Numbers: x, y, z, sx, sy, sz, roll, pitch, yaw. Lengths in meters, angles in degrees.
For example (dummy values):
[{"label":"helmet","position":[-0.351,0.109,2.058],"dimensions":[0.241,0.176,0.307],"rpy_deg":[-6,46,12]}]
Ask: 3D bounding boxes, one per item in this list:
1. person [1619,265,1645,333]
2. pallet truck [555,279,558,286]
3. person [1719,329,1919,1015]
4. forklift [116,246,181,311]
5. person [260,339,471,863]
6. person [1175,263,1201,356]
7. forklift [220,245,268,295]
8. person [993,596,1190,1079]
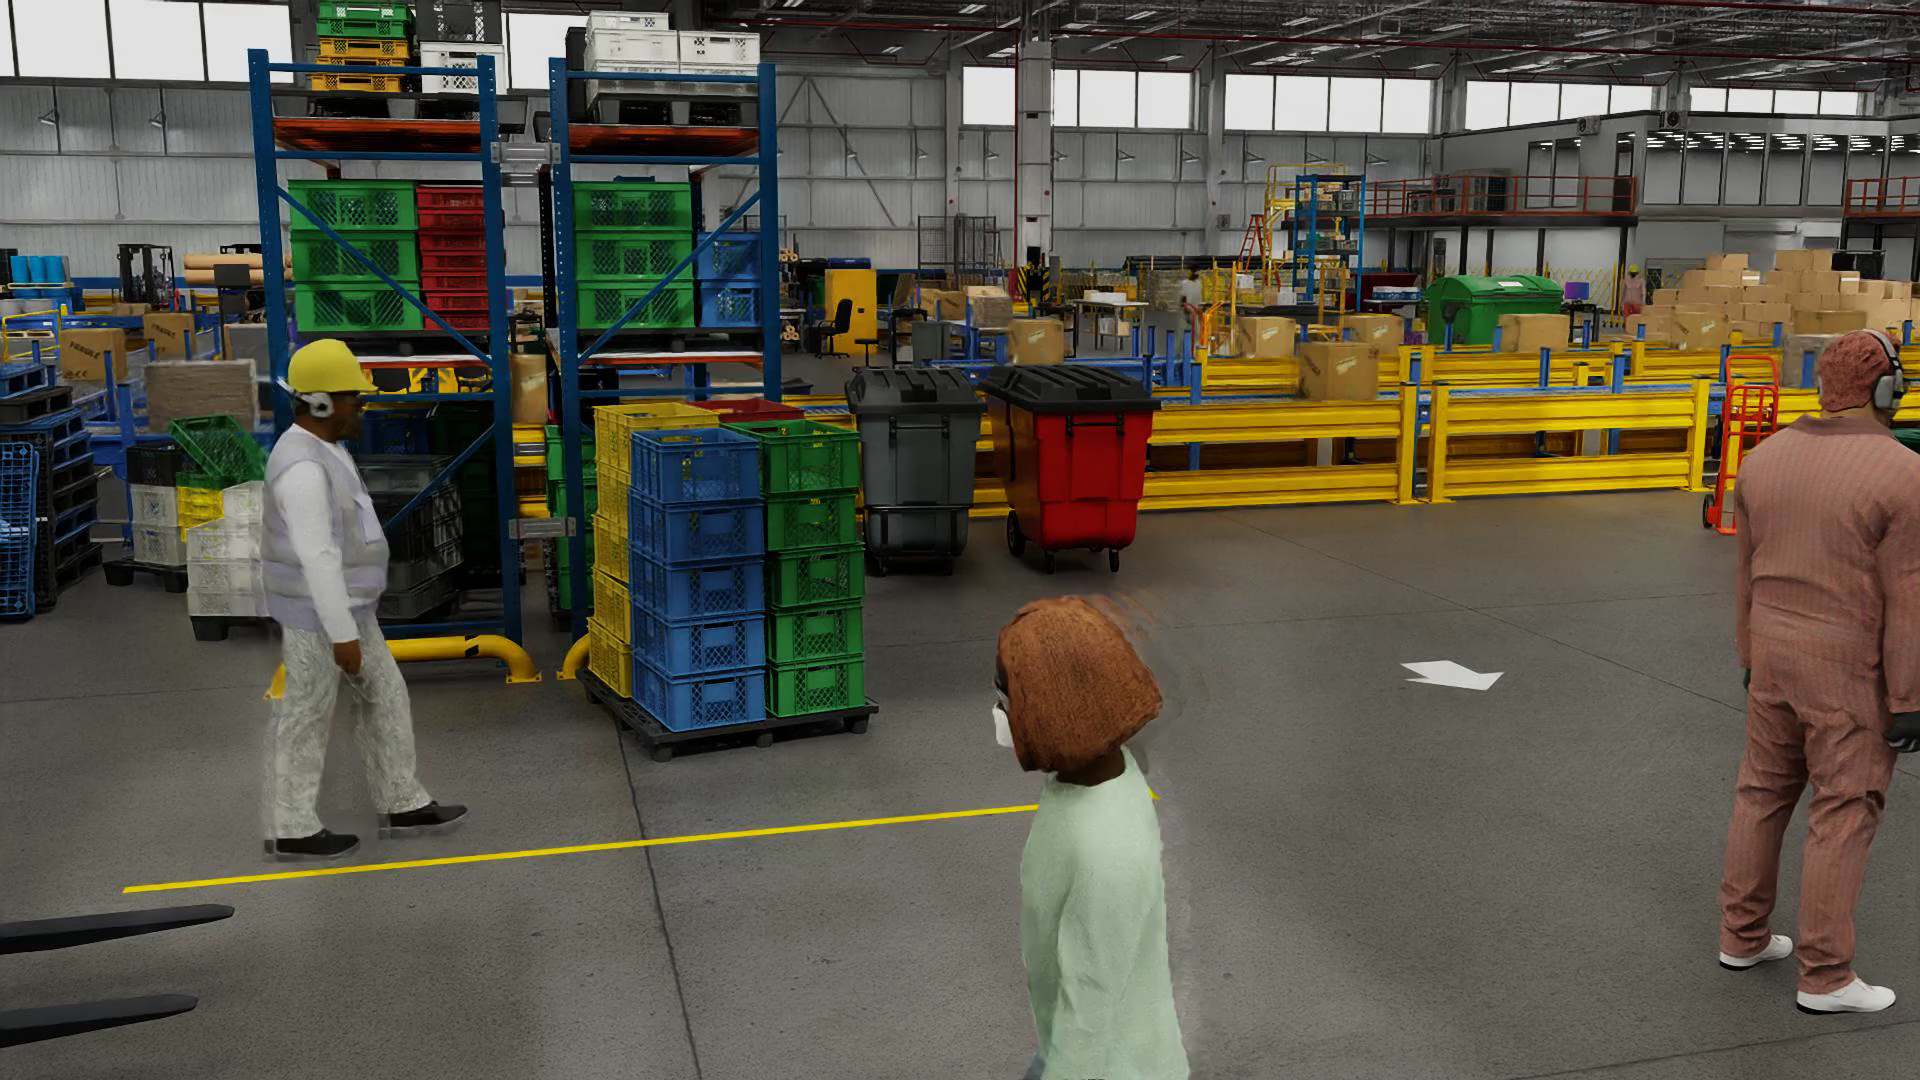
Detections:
[{"label":"person","position":[15.099,-5.319,37.340],"dimensions":[0.532,1.725,0.883],"rpy_deg":[4,11,23]},{"label":"pallet truck","position":[-10.604,-6.375,44.520],"dimensions":[0.653,1.274,1.630],"rpy_deg":[-3,10,-15]},{"label":"person","position":[2.467,0.363,4.691],"dimensions":[0.396,1.901,0.643],"rpy_deg":[-3,11,-18]},{"label":"forklift","position":[-19.966,-6.232,40.894],"dimensions":[1.157,1.987,2.680],"rpy_deg":[-3,10,-15]},{"label":"person","position":[-2.048,0.221,5.724],"dimensions":[0.770,1.806,0.627],"rpy_deg":[-2,10,-13]},{"label":"person","position":[4.195,-4.063,29.980],"dimensions":[0.531,1.815,0.989],"rpy_deg":[-7,12,-33]},{"label":"forklift","position":[-17.749,-6.334,41.440],"dimensions":[1.157,1.987,2.680],"rpy_deg":[-3,10,-17]},{"label":"person","position":[0.151,0.869,2.685],"dimensions":[0.875,1.574,0.510],"rpy_deg":[-1,10,-4]}]
